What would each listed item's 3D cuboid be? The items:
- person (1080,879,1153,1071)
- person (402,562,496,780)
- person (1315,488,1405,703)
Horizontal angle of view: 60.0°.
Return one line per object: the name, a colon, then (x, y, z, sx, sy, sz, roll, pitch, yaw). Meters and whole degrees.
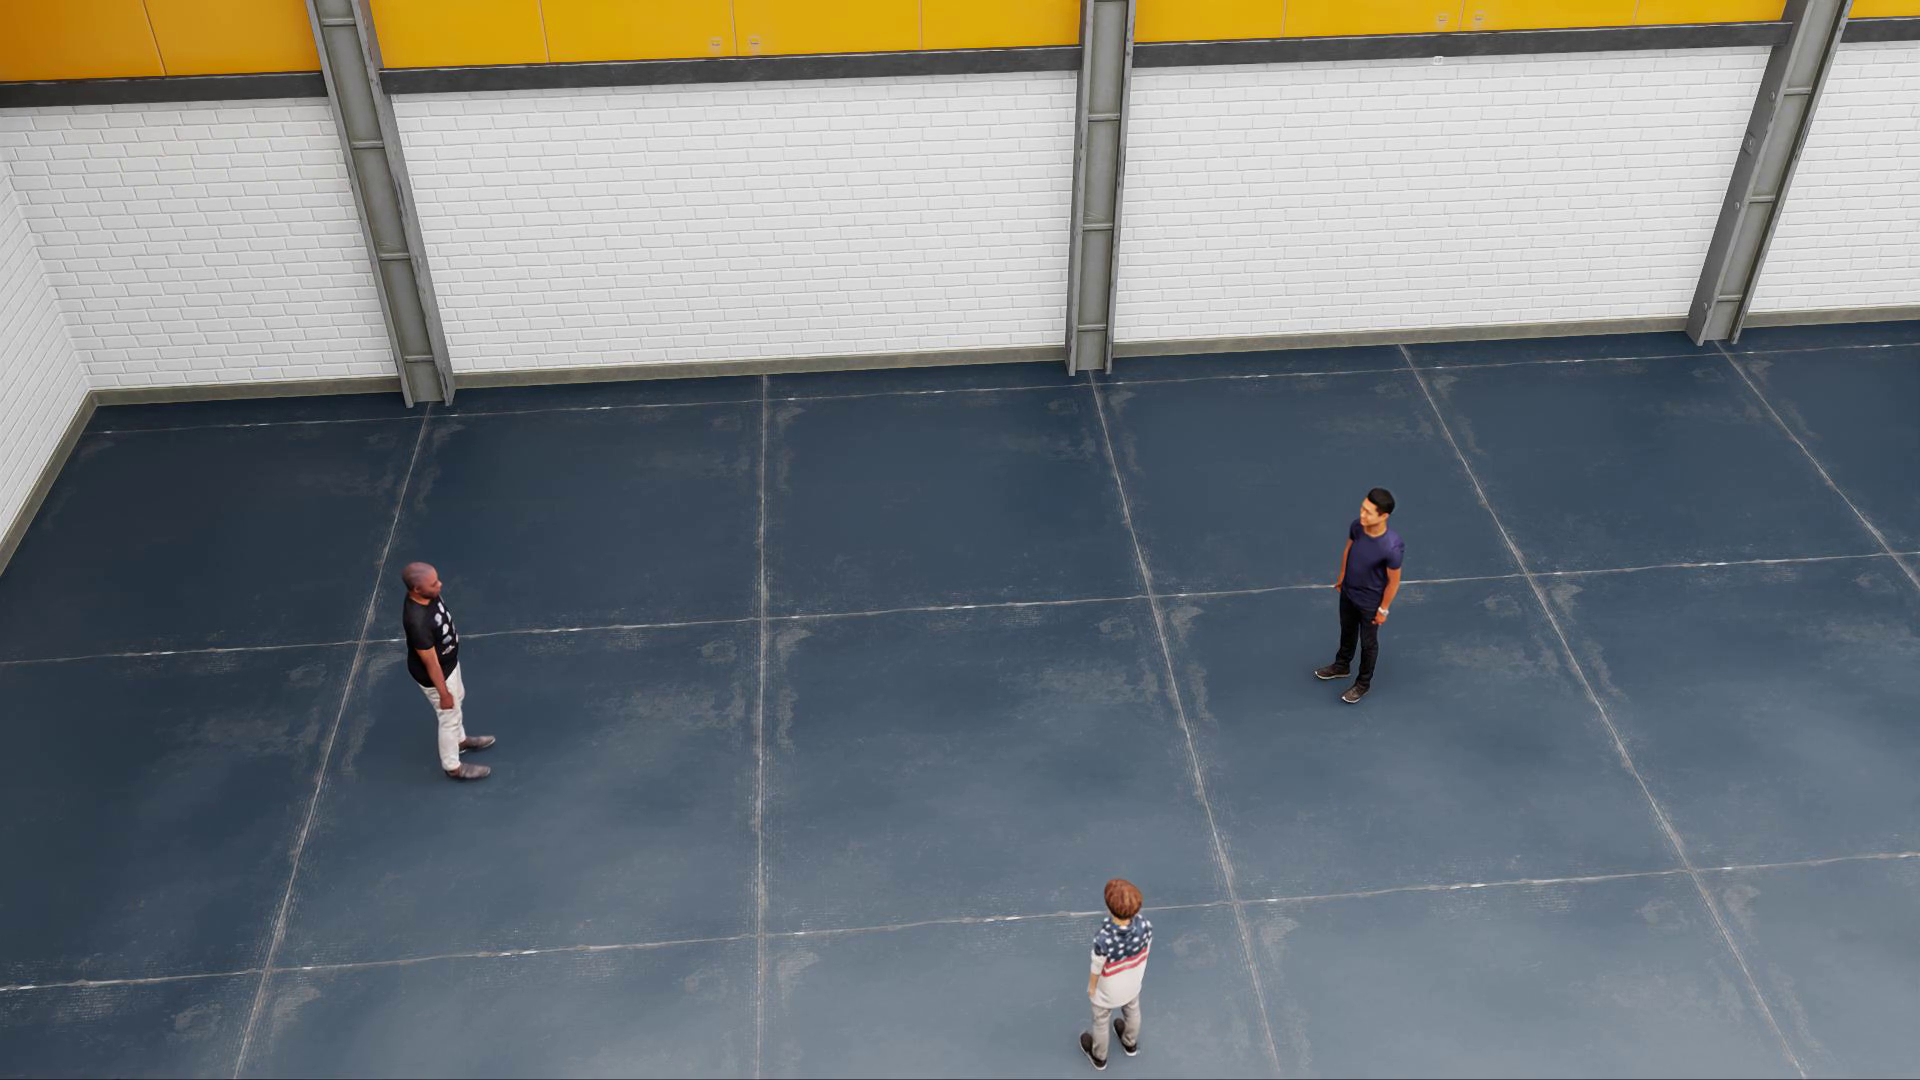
person: (0.882, 2.416, 9.259, 0.498, 1.440, 0.622, -16, 41, -19)
person: (-3.443, 0.847, 10.936, 0.641, 1.800, 0.685, -7, 39, -9)
person: (2.820, 0.365, 11.546, 0.679, 1.790, 0.720, -20, 43, -23)
